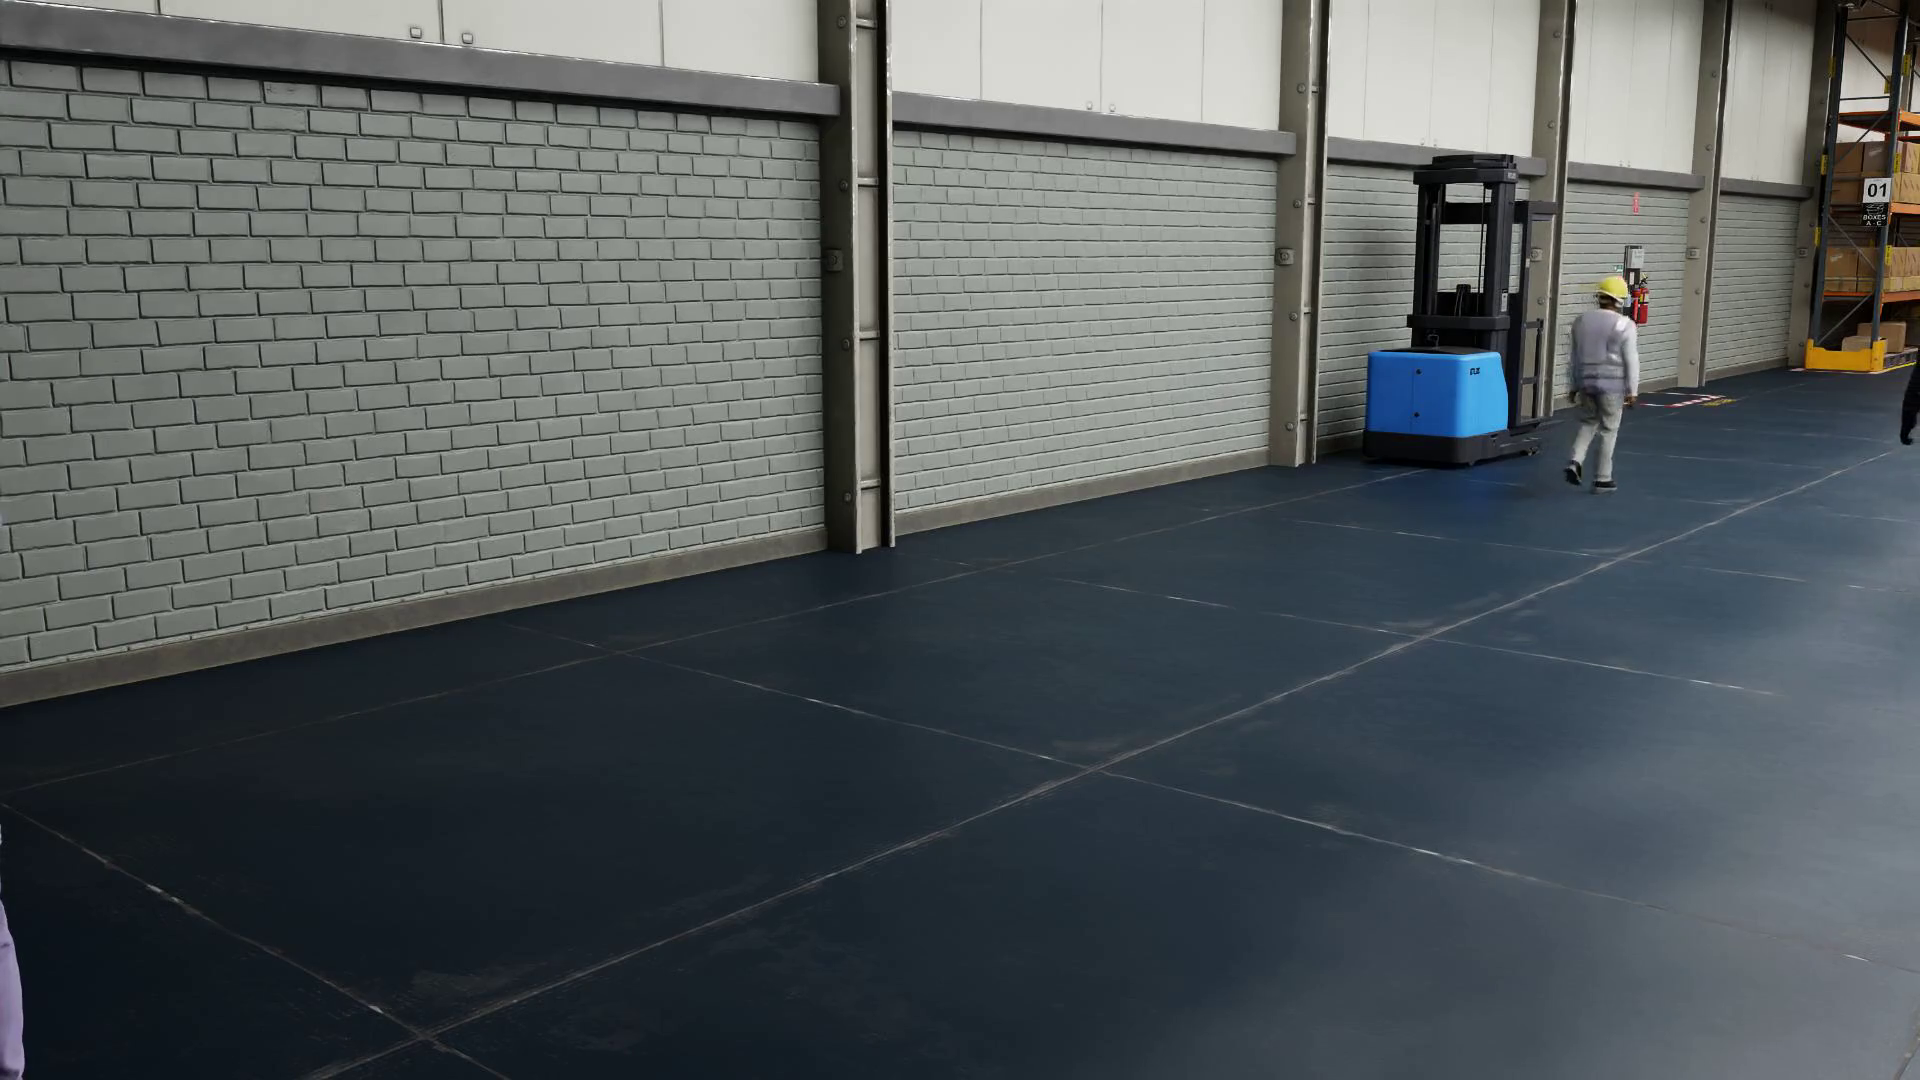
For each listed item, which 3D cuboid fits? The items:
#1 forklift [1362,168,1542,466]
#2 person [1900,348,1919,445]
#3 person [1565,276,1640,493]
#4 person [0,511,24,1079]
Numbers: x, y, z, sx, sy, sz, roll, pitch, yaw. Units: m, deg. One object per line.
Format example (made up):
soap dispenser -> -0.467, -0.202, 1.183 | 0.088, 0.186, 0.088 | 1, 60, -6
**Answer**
forklift -> 4.875, -2.212, 16.287 | 1.129, 2.768, 1.873 | 8, 13, 40
person -> 6.645, -0.780, 11.100 | 0.658, 1.788, 0.962 | 2, 10, 13
person -> 5.418, -1.302, 13.997 | 0.414, 1.820, 0.622 | -7, 12, -36
person -> -2.230, 0.505, 3.473 | 0.411, 1.908, 0.643 | -2, 10, -11
